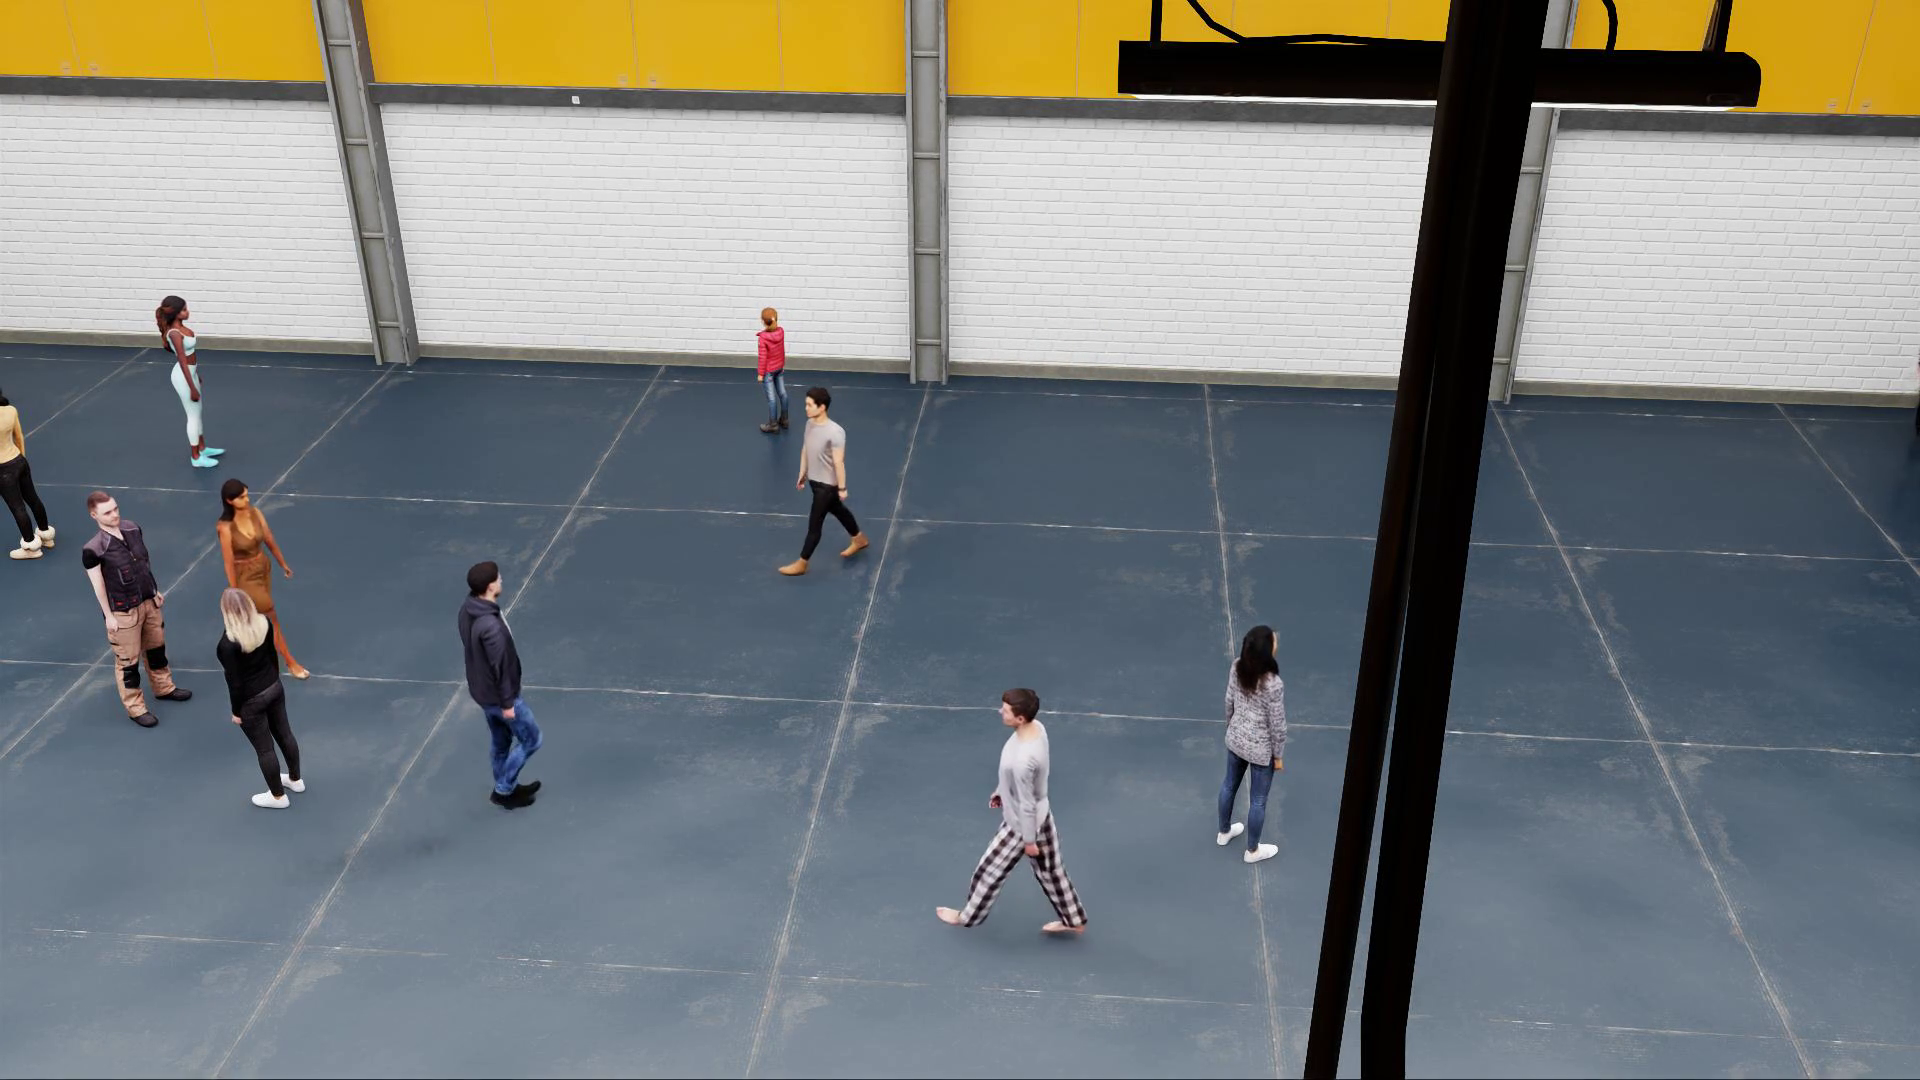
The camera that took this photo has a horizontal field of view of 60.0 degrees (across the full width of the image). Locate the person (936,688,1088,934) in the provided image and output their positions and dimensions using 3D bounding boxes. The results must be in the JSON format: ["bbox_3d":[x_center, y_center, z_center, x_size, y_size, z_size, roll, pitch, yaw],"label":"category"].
[{"bbox_3d":[0.480,1.683,10.013,1.203,1.798,0.754,7,29,12],"label":"person"}]

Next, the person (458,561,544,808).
[{"bbox_3d":[-3.169,1.033,11.120,0.861,1.879,0.812,-19,34,-31],"label":"person"}]

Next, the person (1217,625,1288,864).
[{"bbox_3d":[1.891,1.303,10.780,0.734,1.731,0.679,-21,35,-33],"label":"person"}]

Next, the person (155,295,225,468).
[{"bbox_3d":[-7.429,-1.535,15.990,0.652,1.723,0.644,-9,30,-16],"label":"person"}]

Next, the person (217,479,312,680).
[{"bbox_3d":[-5.478,0.287,12.712,0.925,1.665,0.696,8,30,14],"label":"person"}]

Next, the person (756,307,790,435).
[{"bbox_3d":[-1.880,-1.719,16.752,0.634,1.318,0.597,21,35,33],"label":"person"}]

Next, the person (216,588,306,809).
[{"bbox_3d":[-4.740,1.065,11.264,0.617,1.687,0.657,10,30,18],"label":"person"}]

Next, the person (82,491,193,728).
[{"bbox_3d":[-6.108,0.459,12.211,0.668,1.842,0.731,9,30,16],"label":"person"}]

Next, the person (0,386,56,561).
[{"bbox_3d":[-8.215,-0.630,14.398,0.579,1.660,0.595,5,29,8],"label":"person"}]

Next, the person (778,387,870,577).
[{"bbox_3d":[-1.078,-0.519,14.177,1.211,1.677,1.081,-17,33,-29],"label":"person"}]
